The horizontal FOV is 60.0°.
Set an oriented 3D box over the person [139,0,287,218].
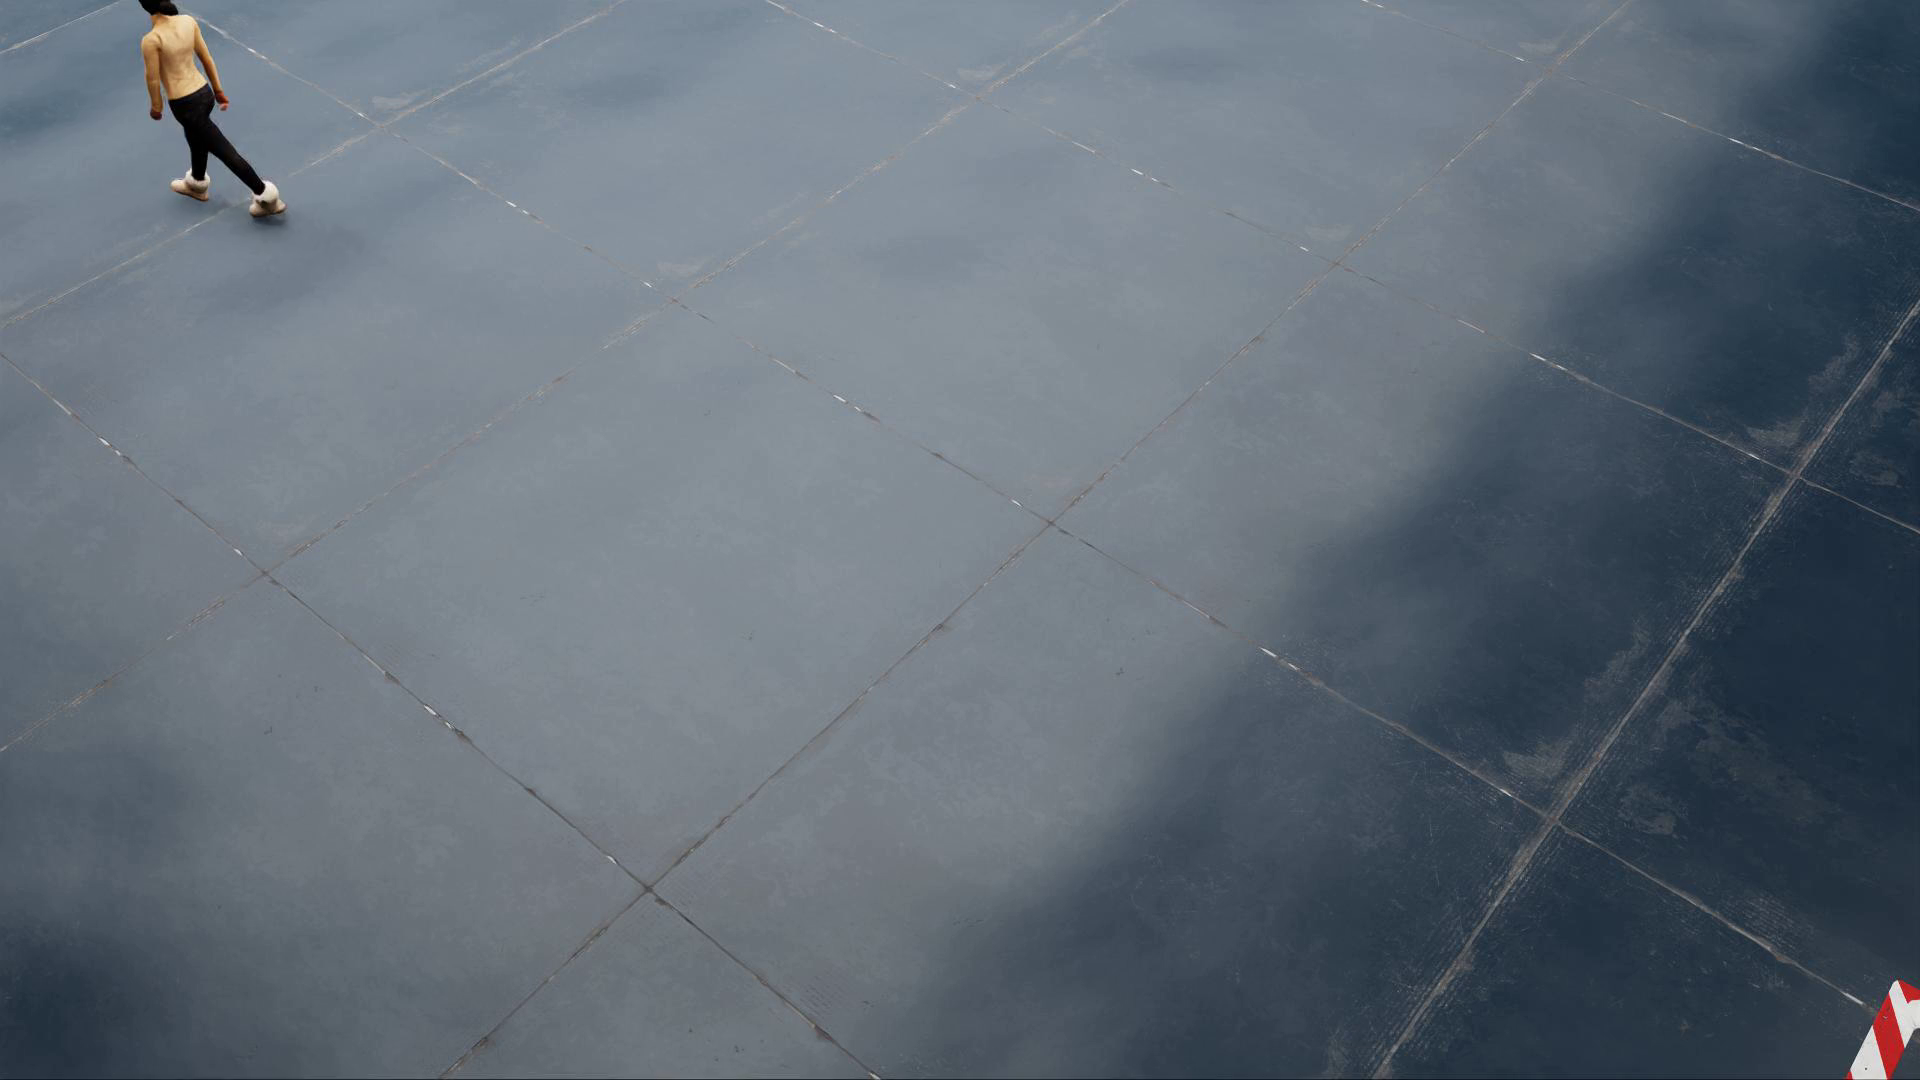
[{"bbox_3d":[-4.759,-2.723,10.482,1.186,1.616,0.869,14,49,13],"label":"person"}]
